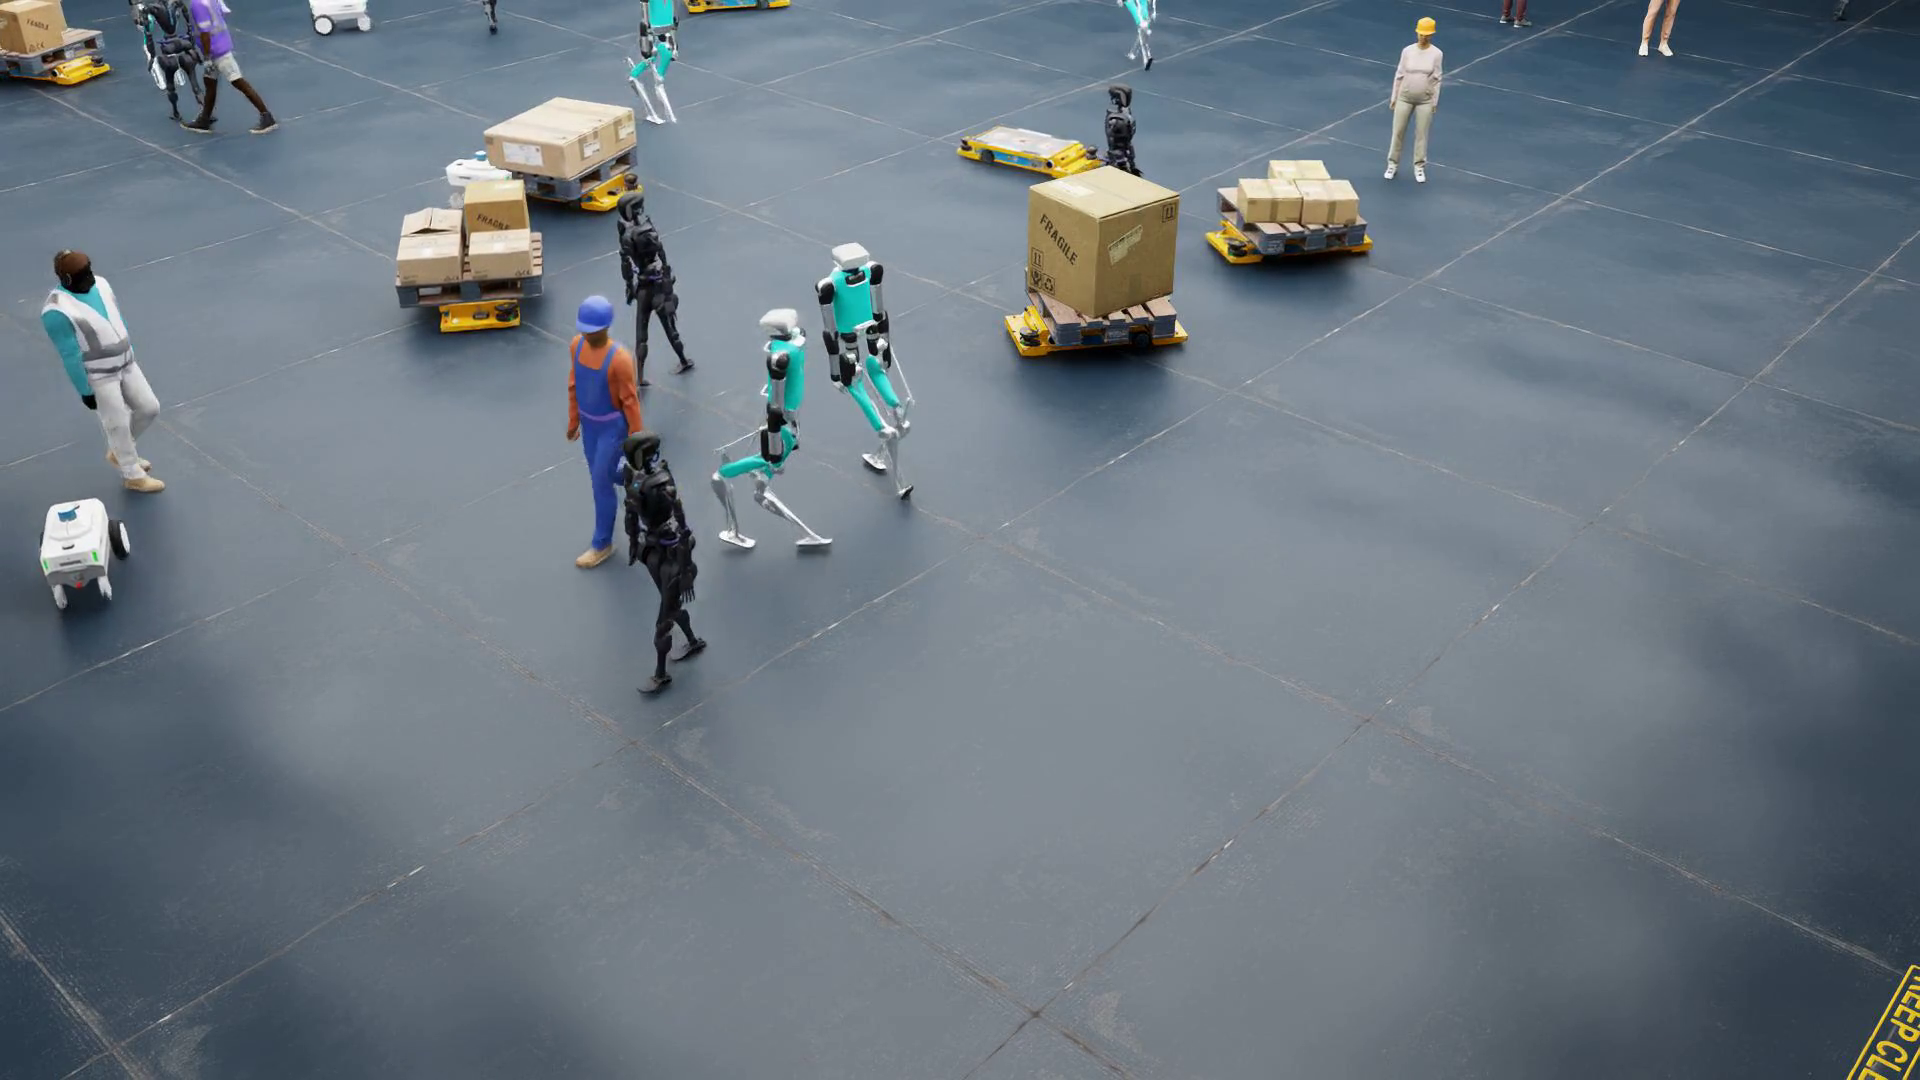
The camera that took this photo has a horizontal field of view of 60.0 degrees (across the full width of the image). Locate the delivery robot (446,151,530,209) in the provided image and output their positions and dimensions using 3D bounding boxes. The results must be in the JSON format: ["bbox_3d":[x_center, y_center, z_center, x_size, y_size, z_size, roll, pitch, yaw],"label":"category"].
[{"bbox_3d":[-4.743,-3.597,16.662,0.768,0.581,0.499,7,33,11],"label":"delivery robot"}]

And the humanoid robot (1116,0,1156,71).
[{"bbox_3d":[2.293,-6.747,20.652,0.540,1.773,0.933,-11,34,-18],"label":"humanoid robot"}]

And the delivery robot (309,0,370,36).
[{"bbox_3d":[-8.338,-7.108,22.323,0.787,0.587,0.499,-11,33,-17],"label":"delivery robot"}]

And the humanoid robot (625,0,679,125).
[{"bbox_3d":[-3.479,-5.530,18.709,0.683,1.836,0.558,23,38,32],"label":"humanoid robot"}]

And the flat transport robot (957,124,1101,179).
[{"bbox_3d":[0.736,-4.175,17.877,1.431,0.231,0.659,20,37,29],"label":"flat transport robot"}]

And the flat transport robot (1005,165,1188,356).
[{"bbox_3d":[1.146,-1.836,14.111,1.431,0.231,0.659,-6,32,-9],"label":"flat transport robot"}]

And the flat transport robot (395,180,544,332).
[{"bbox_3d":[-4.283,-2.218,14.726,0.659,0.231,1.431,-6,32,-10],"label":"flat transport robot"}]

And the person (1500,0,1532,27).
[{"bbox_3d":[7.599,-7.823,22.294,0.377,1.808,0.543,-15,35,-23],"label":"person"}]

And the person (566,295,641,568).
[{"bbox_3d":[-2.278,-0.776,10.880,0.529,1.877,0.803,22,38,31],"label":"person"}]

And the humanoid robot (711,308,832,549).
[{"bbox_3d":[-1.348,-0.686,10.892,0.951,1.769,0.544,5,32,8],"label":"humanoid robot"}]

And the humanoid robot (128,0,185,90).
[{"bbox_3d":[-9.623,-6.268,19.871,0.536,1.812,0.669,-18,36,-27],"label":"humanoid robot"}]

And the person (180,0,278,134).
[{"bbox_3d":[-8.233,-5.405,18.335,1.047,1.890,0.687,-10,33,-15],"label":"person"}]

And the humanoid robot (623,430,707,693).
[{"bbox_3d":[-1.770,0.087,9.690,0.611,1.635,0.617,27,41,36],"label":"humanoid robot"}]

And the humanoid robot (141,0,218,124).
[{"bbox_3d":[-8.816,-5.474,18.680,0.754,1.642,0.601,24,39,33],"label":"humanoid robot"}]

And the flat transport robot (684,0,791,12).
[{"bbox_3d":[-3.153,-7.672,23.508,1.431,0.231,0.659,-8,33,-12],"label":"flat transport robot"}]

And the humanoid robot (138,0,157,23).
[{"bbox_3d":[-11.089,-7.761,22.323,0.533,1.836,0.762,-21,37,-29],"label":"humanoid robot"}]

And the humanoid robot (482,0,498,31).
[{"bbox_3d":[-6.354,-7.672,22.244,0.588,1.633,0.785,-16,35,-24],"label":"humanoid robot"}]

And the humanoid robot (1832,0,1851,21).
[{"bbox_3d":[12.219,-7.916,22.576,0.549,1.632,0.615,-15,35,-23],"label":"humanoid robot"}]

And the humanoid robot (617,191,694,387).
[{"bbox_3d":[-2.428,-1.965,13.021,0.596,1.624,0.720,26,40,35],"label":"humanoid robot"}]

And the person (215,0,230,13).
[{"bbox_3d":[-10.420,-8.163,22.761,0.600,1.895,0.458,-4,32,-7],"label":"person"}]

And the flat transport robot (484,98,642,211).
[{"bbox_3d":[-4.036,-3.643,17.021,1.431,0.231,0.659,13,34,20],"label":"flat transport robot"}]

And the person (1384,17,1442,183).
[{"bbox_3d":[4.671,-4.520,17.083,0.471,1.690,0.335,10,33,15],"label":"person"}]

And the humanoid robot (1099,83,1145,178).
[{"bbox_3d":[1.468,-3.370,15.246,0.362,1.653,0.599,13,34,20],"label":"humanoid robot"}]

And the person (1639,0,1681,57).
[{"bbox_3d":[8.985,-7.080,21.031,0.525,1.877,0.344,1,32,1],"label":"person"}]

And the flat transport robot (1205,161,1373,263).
[{"bbox_3d":[3.125,-2.882,15.794,1.431,0.231,0.659,-8,33,-13],"label":"flat transport robot"}]

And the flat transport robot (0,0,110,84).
[{"bbox_3d":[-11.375,-5.886,20.633,1.431,0.231,0.659,10,33,15],"label":"flat transport robot"}]

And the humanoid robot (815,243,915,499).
[{"bbox_3d":[-0.541,-1.108,11.616,0.568,1.857,0.835,-26,40,-35],"label":"humanoid robot"}]

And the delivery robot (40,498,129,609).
[{"bbox_3d":[-5.742,0.043,10.831,0.499,0.613,0.807,-11,34,-18],"label":"delivery robot"}]

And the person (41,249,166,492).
[{"bbox_3d":[-5.938,-1.168,11.557,0.440,1.826,0.651,5,32,8],"label":"person"}]
